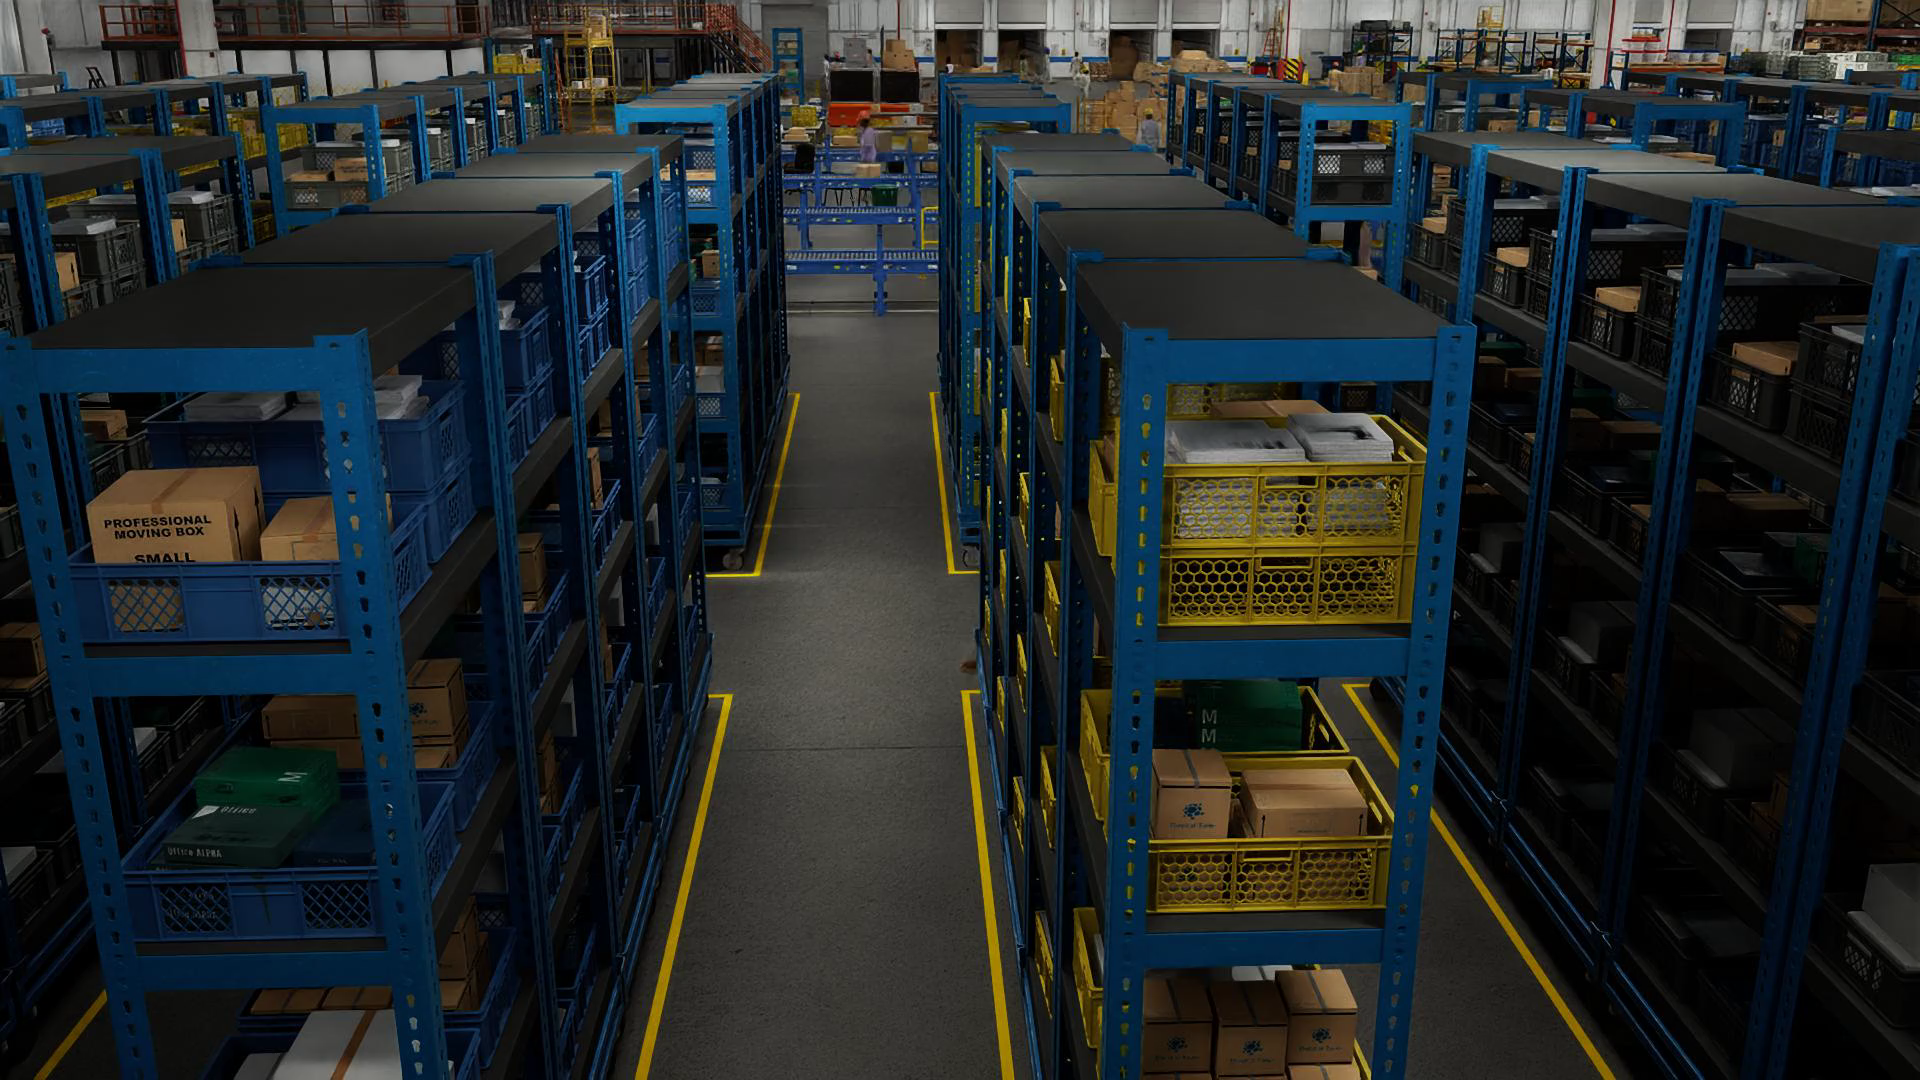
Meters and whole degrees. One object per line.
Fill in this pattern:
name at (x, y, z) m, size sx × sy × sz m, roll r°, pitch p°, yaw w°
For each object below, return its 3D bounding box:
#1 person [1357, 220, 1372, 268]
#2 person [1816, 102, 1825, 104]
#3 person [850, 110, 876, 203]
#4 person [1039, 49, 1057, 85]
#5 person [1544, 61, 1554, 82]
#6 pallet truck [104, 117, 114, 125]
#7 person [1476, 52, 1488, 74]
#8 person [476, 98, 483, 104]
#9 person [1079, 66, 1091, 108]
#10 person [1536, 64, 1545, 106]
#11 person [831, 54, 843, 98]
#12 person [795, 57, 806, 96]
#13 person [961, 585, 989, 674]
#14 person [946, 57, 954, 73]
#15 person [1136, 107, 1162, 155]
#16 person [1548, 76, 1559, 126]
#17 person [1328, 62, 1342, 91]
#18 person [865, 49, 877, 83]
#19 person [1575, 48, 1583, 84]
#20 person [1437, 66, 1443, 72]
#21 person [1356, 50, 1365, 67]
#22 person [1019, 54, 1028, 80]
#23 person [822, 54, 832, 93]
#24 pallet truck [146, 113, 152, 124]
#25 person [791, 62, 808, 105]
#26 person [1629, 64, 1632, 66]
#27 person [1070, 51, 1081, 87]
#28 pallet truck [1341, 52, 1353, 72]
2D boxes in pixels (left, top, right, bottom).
person at (5.365, -3.673, 22.486) m, size 0.925 × 1.710 × 0.549 m, roll 1°, pitch 18°, yaw 4°
person at (21.967, -10.319, 42.705) m, size 0.553 × 1.935 × 0.363 m, roll 6°, pitch 19°, yaw 18°
person at (-2.167, -8.492, 36.934) m, size 0.763 × 2.019 × 0.610 m, roll -6°, pitch 19°, yaw -19°
person at (4.777, -25.774, 90.613) m, size 1.011 × 1.892 × 0.624 m, roll -2°, pitch 18°, yaw -6°
person at (25.410, -19.746, 71.965) m, size 0.347 × 1.882 × 0.584 m, roll 17°, pitch 24°, yaw 42°
pallet truck at (-18.367, -7.885, 35.078) m, size 1.885 × 1.965 × 0.823 m, roll 1°, pitch 18°, yaw 2°
person at (25.486, -22.755, 81.025) m, size 0.707 × 2.000 × 0.691 m, roll 5°, pitch 19°, yaw 15°
person at (-17.348, -15.988, 60.414) m, size 0.549 × 1.840 × 0.343 m, roll -15°, pitch 23°, yaw -38°
person at (5.316, -19.280, 70.784) m, size 0.493 × 1.714 × 0.752 m, roll -13°, pitch 22°, yaw -35°
person at (24.099, -18.858, 69.264) m, size 0.525 × 1.859 × 0.317 m, roll -10°, pitch 20°, yaw -27°
person at (-5.772, -21.840, 78.272) m, size 0.613 × 1.991 × 0.392 m, roll -12°, pitch 21°, yaw -33°
person at (-7.669, -22.327, 79.918) m, size 0.555 × 1.912 × 0.823 m, roll -6°, pitch 19°, yaw -19°
person at (0.492, -0.063, 10.934) m, size 0.892 × 1.965 × 0.609 m, roll -7°, pitch 19°, yaw -22°
person at (-0.473, -21.263, 76.618) m, size 0.379 × 1.911 × 0.589 m, roll 10°, pitch 20°, yaw 28°
person at (4.685, -9.806, 41.307) m, size 0.622 × 1.817 × 0.430 m, roll -1°, pitch 18°, yaw -2°
person at (21.561, -15.929, 60.369) m, size 0.474 × 1.753 × 0.558 m, roll -5°, pitch 19°, yaw -15°
person at (15.866, -19.261, 70.460) m, size 0.573 × 1.879 × 1.001 m, roll 4°, pitch 18°, yaw 13°
person at (-4.968, -26.592, 93.285) m, size 0.635 × 1.794 × 0.918 m, roll 15°, pitch 23°, yaw 39°
person at (34.101, -26.103, 91.567) m, size 0.593 × 1.925 × 0.384 m, roll -7°, pitch 19°, yaw -21°
person at (18.571, -17.491, 64.902) m, size 0.579 × 1.937 × 0.541 m, roll 15°, pitch 23°, yaw 38°
person at (21.111, -24.929, 87.933) m, size 0.587 × 1.928 × 0.363 m, roll -12°, pitch 21°, yaw -32°
person at (3.260, -23.885, 84.914) m, size 0.943 × 1.801 × 0.639 m, roll -1°, pitch 18°, yaw -4°
person at (-6.567, -23.143, 82.508) m, size 0.516 × 1.871 × 0.579 m, roll 2°, pitch 18°, yaw 6°
pallet truck at (-18.087, -8.309, 36.390) m, size 1.885 × 1.965 × 0.823 m, roll -1°, pitch 18°, yaw -4°
person at (-7.039, -19.747, 71.997) m, size 0.595 × 1.877 × 0.979 m, roll 15°, pitch 23°, yaw 39°
person at (32.163, -22.514, 80.453) m, size 0.627 × 1.934 × 0.371 m, roll -1°, pitch 18°, yaw -4°
person at (6.130, -24.980, 88.251) m, size 0.589 × 1.824 × 0.654 m, roll -3°, pitch 18°, yaw -9°
pallet truck at (18.794, -23.123, 82.231) m, size 0.823 × 1.965 × 1.885 m, roll -13°, pitch 22°, yaw -35°
